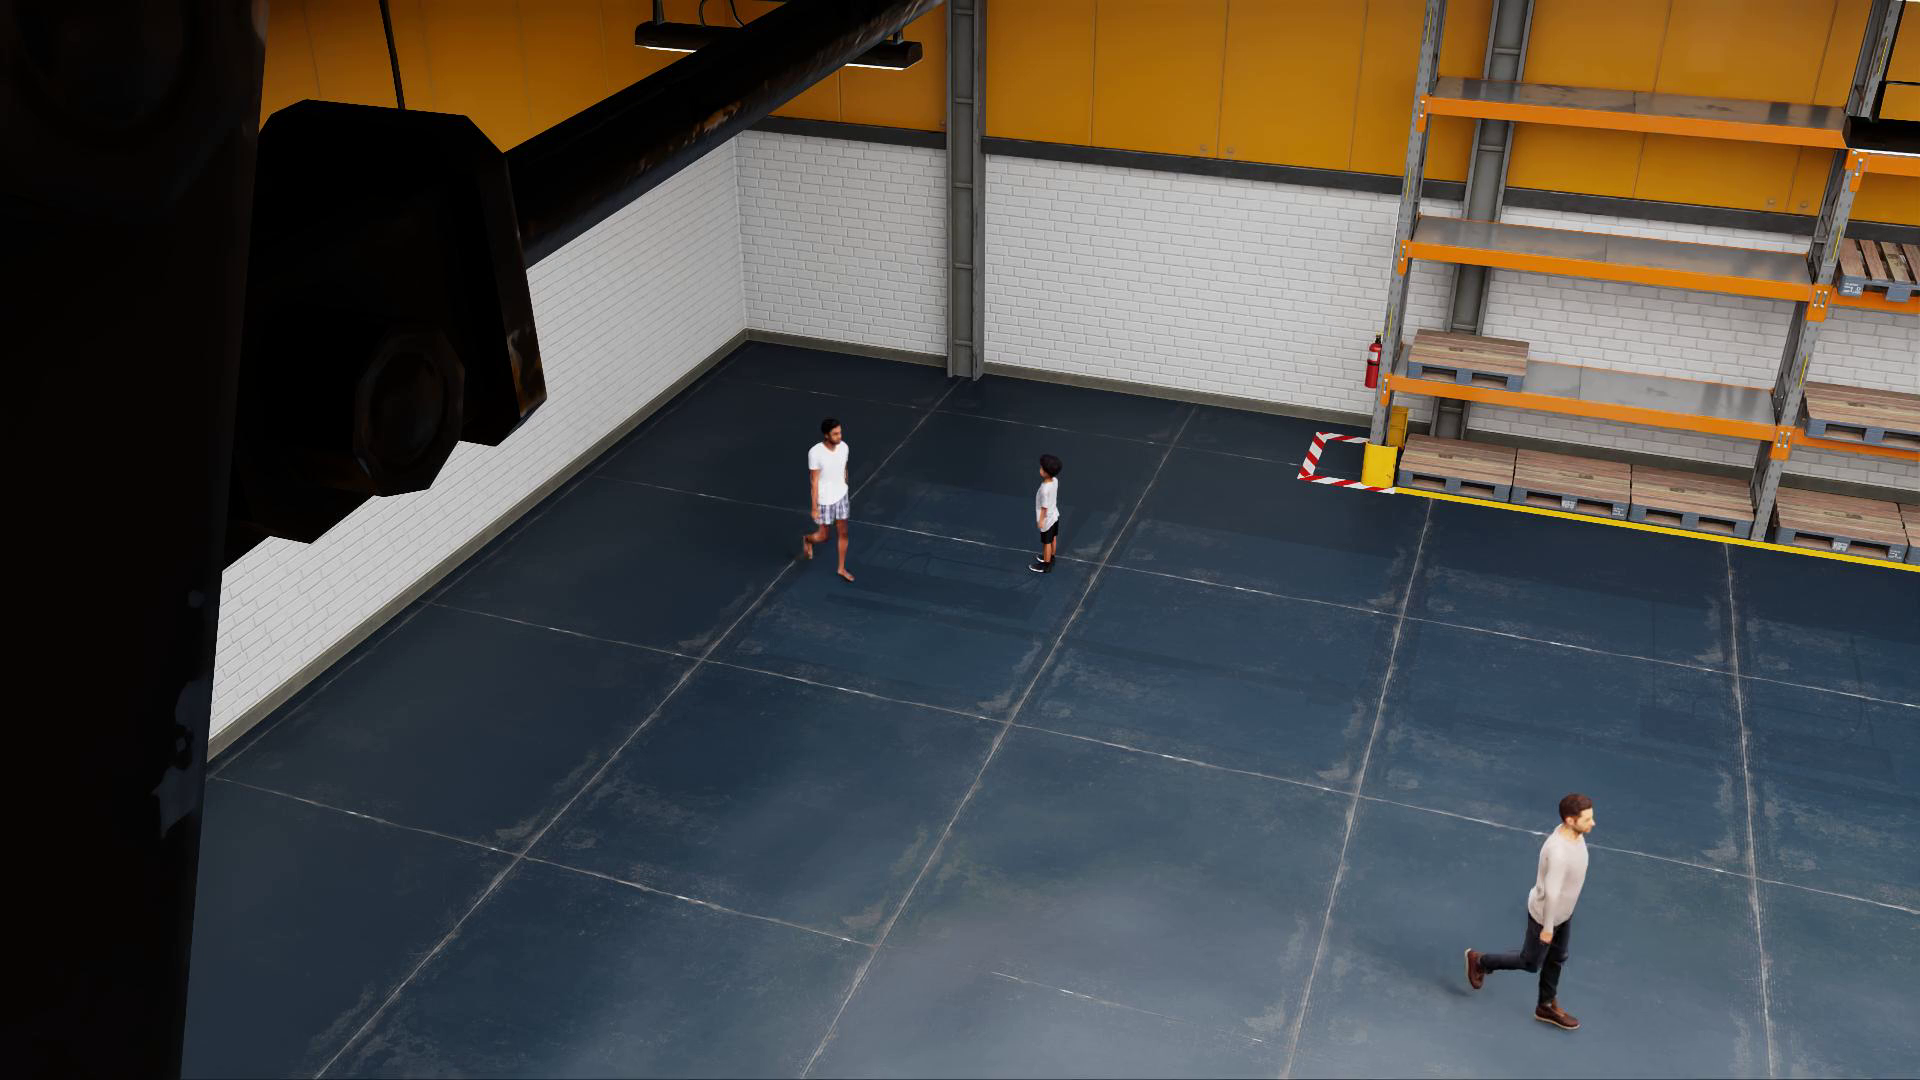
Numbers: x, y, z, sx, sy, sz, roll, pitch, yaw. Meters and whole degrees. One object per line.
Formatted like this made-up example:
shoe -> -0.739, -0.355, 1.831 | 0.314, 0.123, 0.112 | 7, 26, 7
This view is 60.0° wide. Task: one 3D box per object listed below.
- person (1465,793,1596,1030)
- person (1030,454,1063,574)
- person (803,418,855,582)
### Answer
person -> 3.831, 2.432, 11.037 | 1.124, 1.850, 0.853 | 19, 34, 31
person -> 0.882, -0.275, 16.615 | 0.500, 1.261, 0.497 | 12, 31, 21
person -> -1.331, -0.435, 16.437 | 0.903, 1.713, 1.017 | -21, 35, -33
